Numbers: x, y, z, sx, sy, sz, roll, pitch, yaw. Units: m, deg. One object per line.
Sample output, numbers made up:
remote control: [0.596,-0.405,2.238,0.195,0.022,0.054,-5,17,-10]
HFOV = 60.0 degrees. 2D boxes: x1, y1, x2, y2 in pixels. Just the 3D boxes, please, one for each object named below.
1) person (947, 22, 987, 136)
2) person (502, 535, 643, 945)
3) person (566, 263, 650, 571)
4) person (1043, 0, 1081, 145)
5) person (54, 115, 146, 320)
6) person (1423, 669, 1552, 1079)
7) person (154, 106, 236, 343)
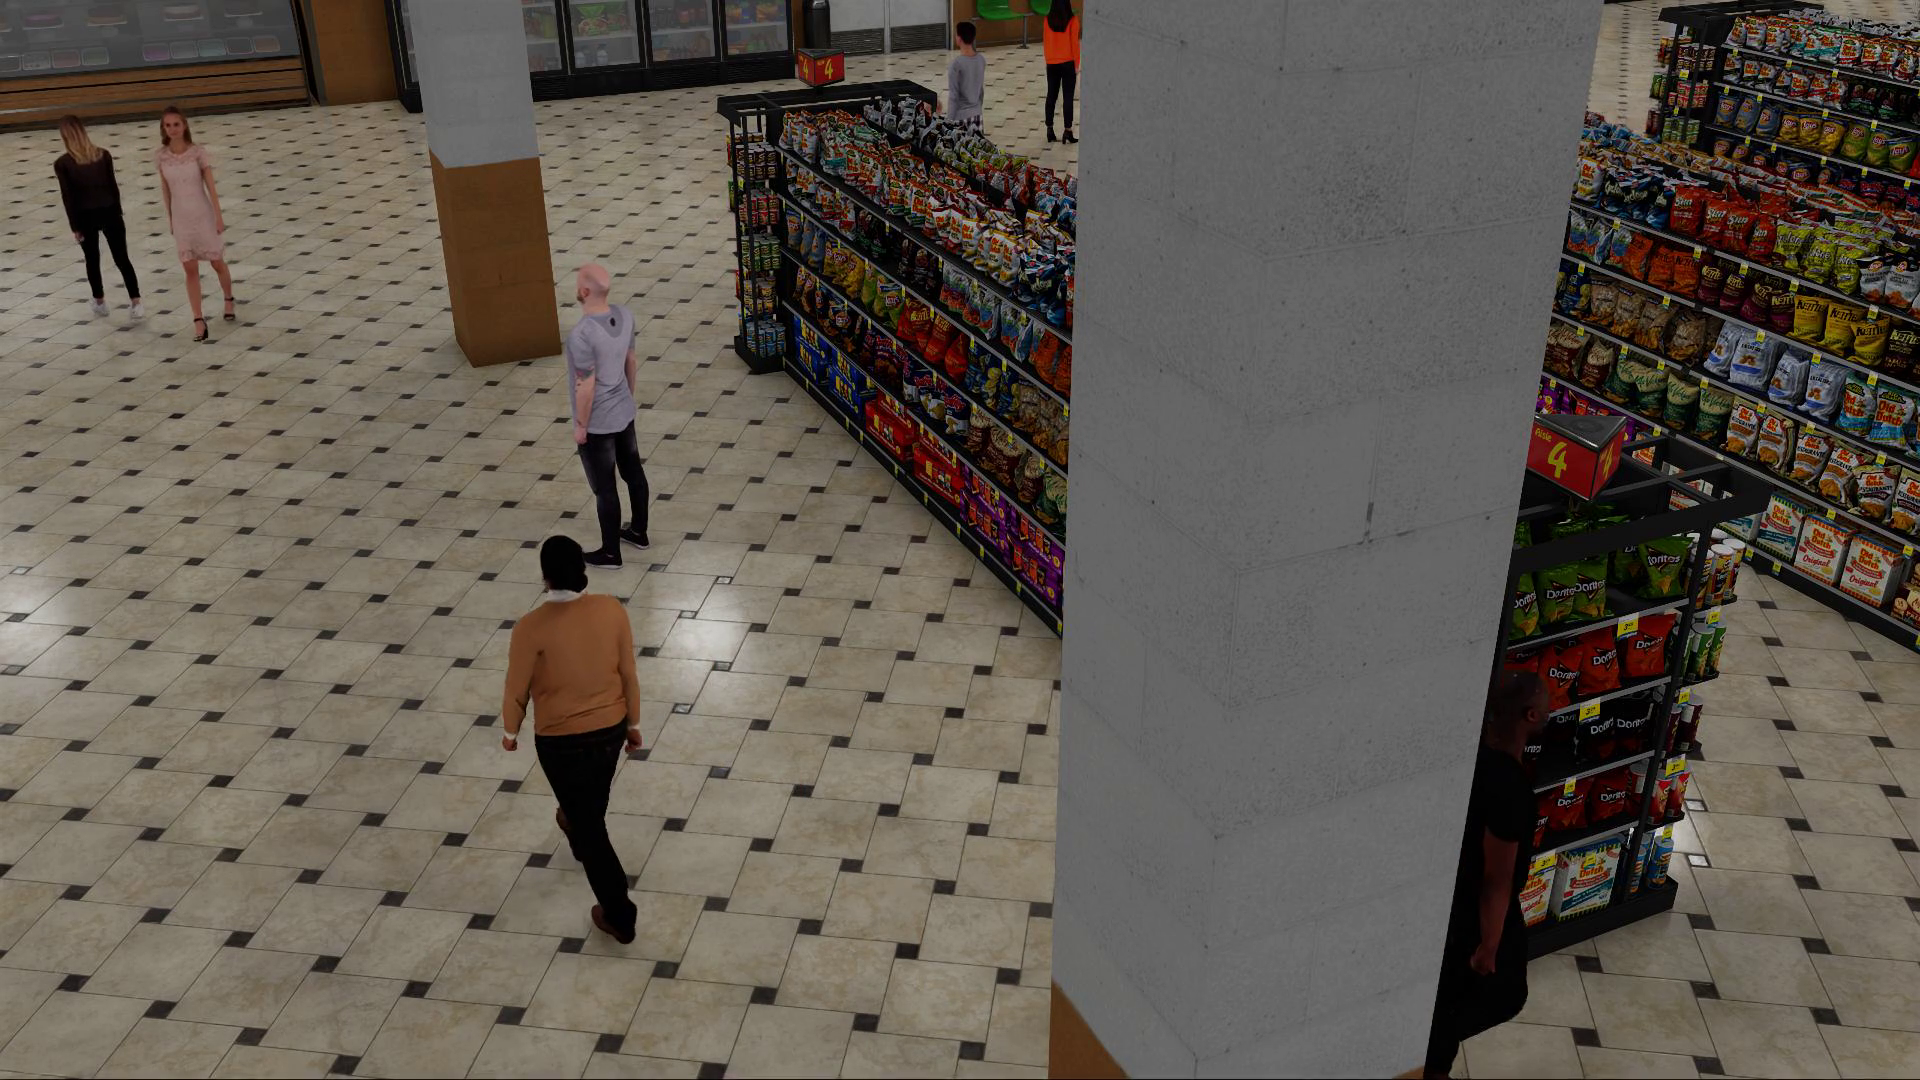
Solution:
person: [0.066,-4.147,16.373,0.655,1.847,0.691,24,35,39]
person: [-1.493,0.841,6.690,0.848,1.710,1.199,-20,33,-34]
person: [-2.055,-0.727,9.641,0.793,1.838,0.757,13,29,23]
person: [1.157,-5.427,19.008,0.663,1.748,0.770,17,31,30]
person: [-6.922,-2.568,13.447,0.793,1.678,1.049,-22,34,-36]
person: [1.693,1.256,5.776,0.894,1.797,0.841,2,27,3]
person: [-6.053,-2.537,13.265,0.776,1.787,1.071,-4,27,-8]
